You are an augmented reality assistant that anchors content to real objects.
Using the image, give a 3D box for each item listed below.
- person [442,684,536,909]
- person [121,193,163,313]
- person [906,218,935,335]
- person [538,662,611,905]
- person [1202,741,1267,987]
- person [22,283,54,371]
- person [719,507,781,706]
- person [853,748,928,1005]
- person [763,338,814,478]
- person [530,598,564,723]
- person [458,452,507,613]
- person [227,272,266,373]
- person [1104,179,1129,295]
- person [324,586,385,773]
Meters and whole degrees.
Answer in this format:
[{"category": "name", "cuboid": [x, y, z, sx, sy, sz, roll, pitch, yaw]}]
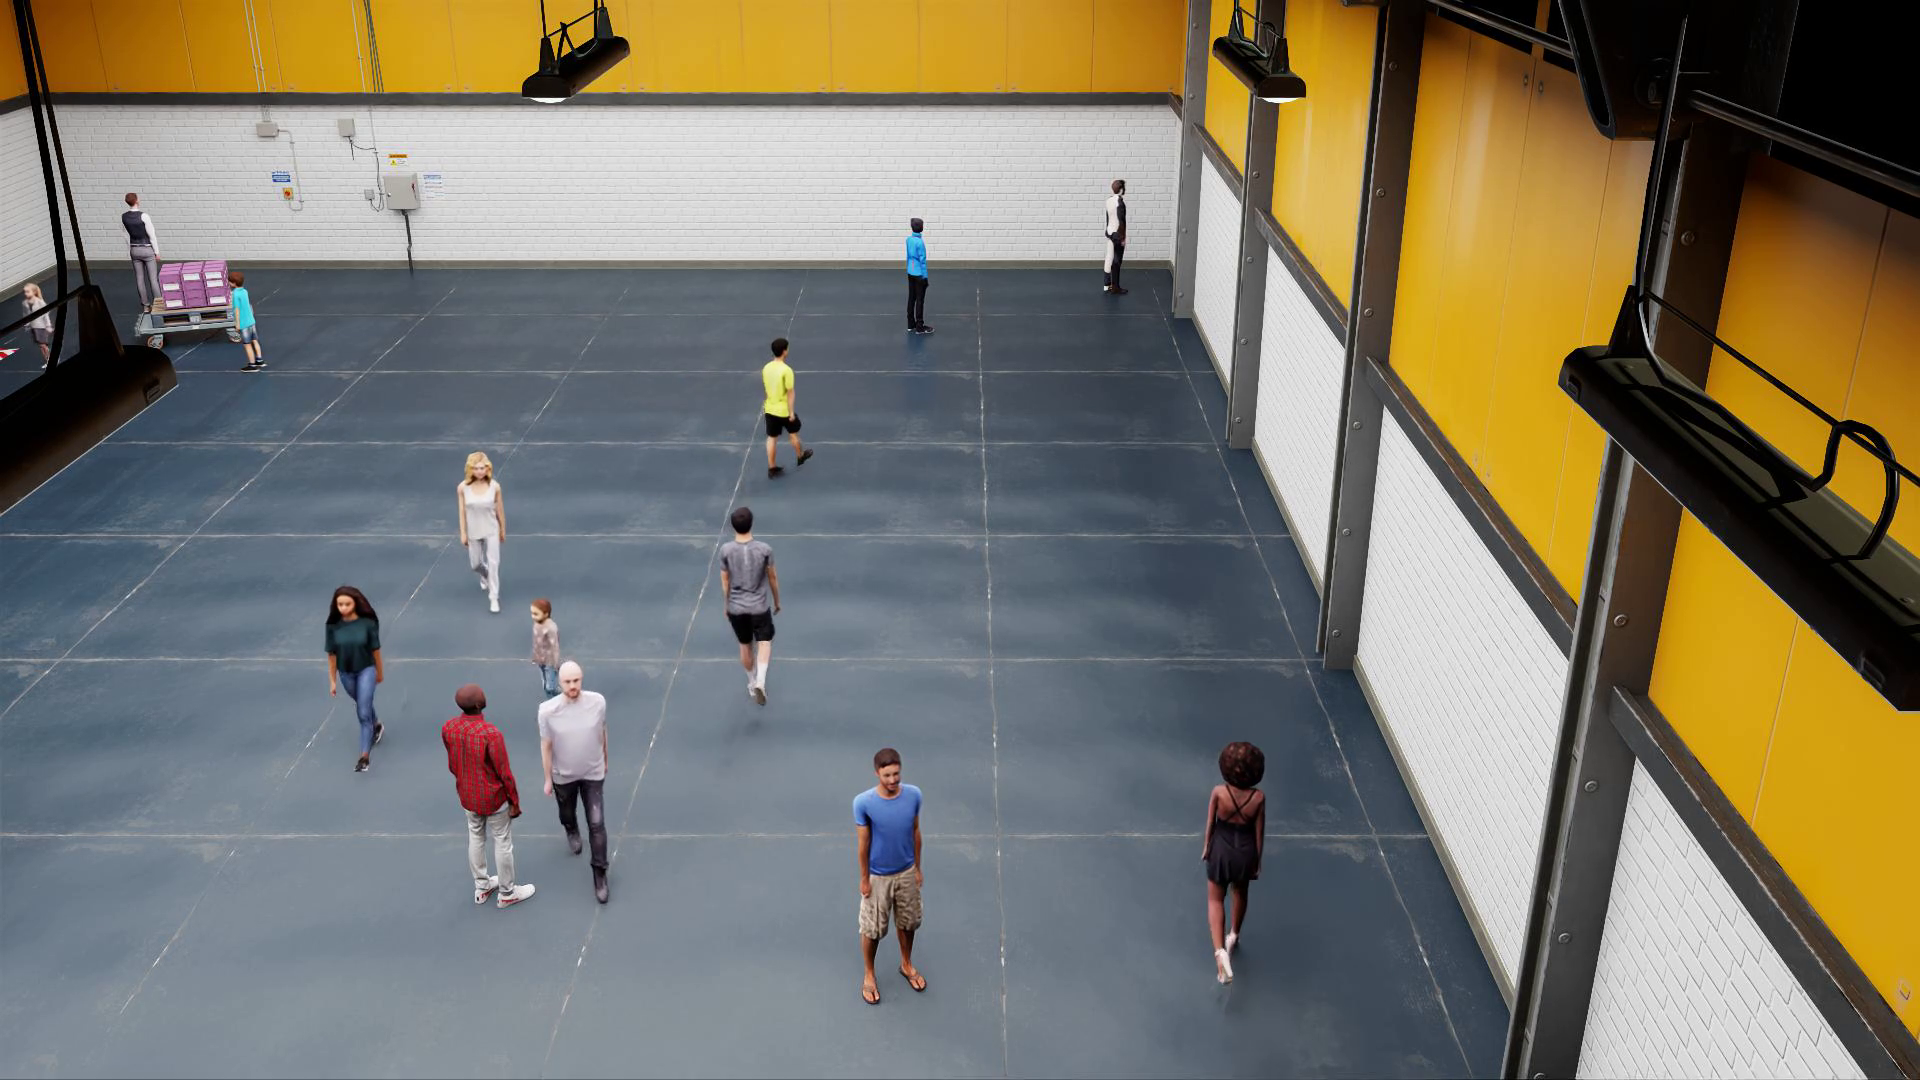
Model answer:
[{"category": "person", "cuboid": [-3.464, 1.845, 12.112, 0.747, 1.820, 0.717, 10, 25, 21]}, {"category": "person", "cuboid": [-13.177, -4.644, 26.809, 0.667, 1.938, 0.579, 2, 24, 4]}, {"category": "person", "cuboid": [-0.676, -4.102, 25.751, 0.756, 1.793, 0.660, -15, 28, -31]}, {"category": "person", "cuboid": [-2.880, 1.704, 12.463, 0.930, 1.798, 1.308, -7, 25, -16]}, {"category": "person", "cuboid": [1.850, 2.222, 11.311, 0.581, 1.772, 0.979, 1, 24, 3]}, {"category": "person", "cuboid": [-13.340, -3.116, 24.154, 0.556, 1.265, 0.592, 3, 24, 8]}, {"category": "person", "cuboid": [-1.893, 0.629, 14.852, 0.691, 1.854, 0.911, -1, 24, -1]}, {"category": "person", "cuboid": [-0.479, 2.215, 11.212, 0.725, 1.864, 0.705, -9, 25, -21]}, {"category": "person", "cuboid": [-2.221, -1.566, 20.089, 0.942, 1.683, 1.094, 13, 27, 27]}, {"category": "person", "cuboid": [-3.613, 1.042, 14.738, 0.651, 1.188, 0.711, 22, 32, 40]}, {"category": "person", "cuboid": [-4.821, -0.122, 16.817, 0.714, 1.657, 0.921, -5, 24, -12]}, {"category": "person", "cuboid": [-10.335, -3.170, 24.051, 0.572, 1.447, 0.411, 1, 24, 1]}, {"category": "person", "cuboid": [2.620, -5.111, 27.937, 0.819, 1.891, 0.669, -10, 25, -21]}, {"category": "person", "cuboid": [-5.101, 1.107, 14.113, 0.637, 1.570, 1.105, -2, 24, -4]}]
